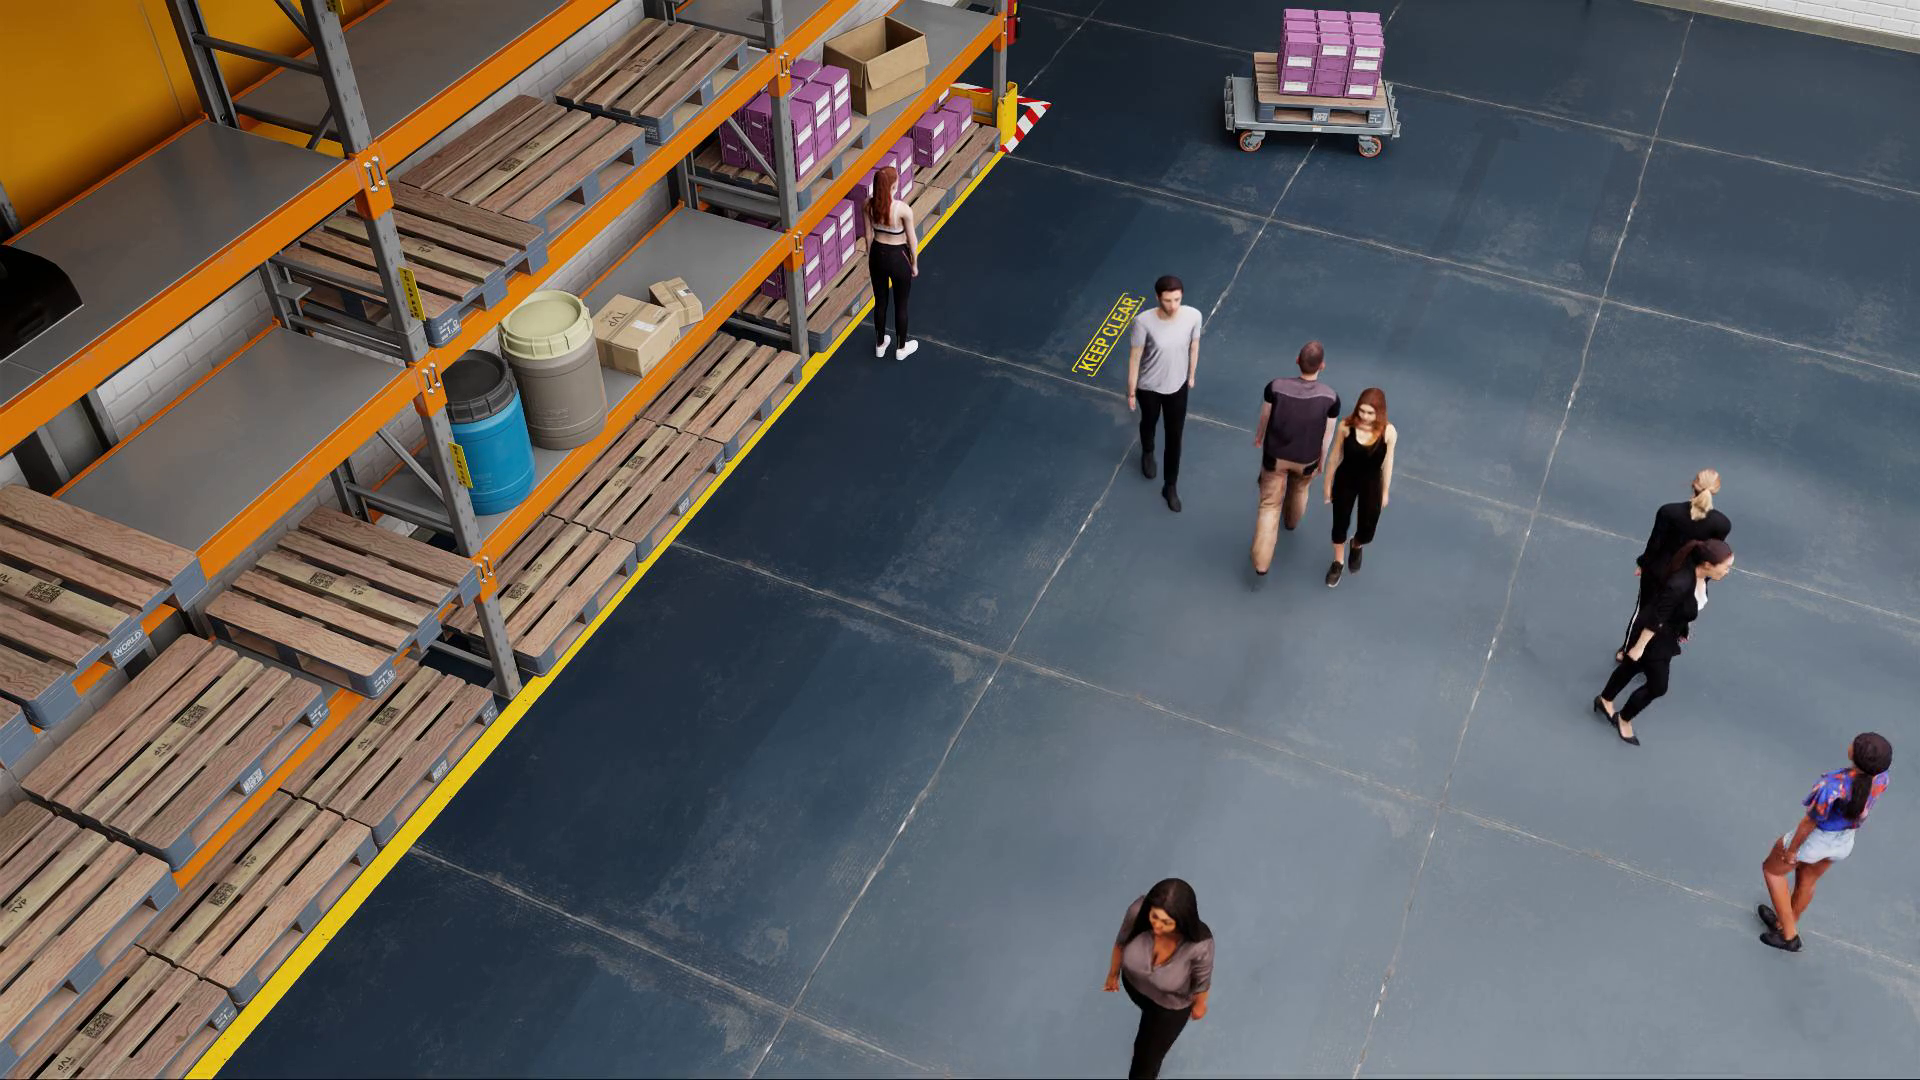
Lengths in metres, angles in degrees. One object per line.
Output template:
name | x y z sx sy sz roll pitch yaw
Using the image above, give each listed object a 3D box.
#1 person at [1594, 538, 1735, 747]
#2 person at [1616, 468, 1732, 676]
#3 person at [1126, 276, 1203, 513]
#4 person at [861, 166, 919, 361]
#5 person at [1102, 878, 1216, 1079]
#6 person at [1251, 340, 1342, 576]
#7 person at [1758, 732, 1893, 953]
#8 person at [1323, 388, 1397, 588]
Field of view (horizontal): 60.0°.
person | 4.292 0.563 10.434 0.674 1.630 0.794 -35 53 -31
person | 4.588 0.225 10.734 0.639 1.705 0.550 13 45 13
person | 1.457 -1.193 12.126 0.981 1.838 1.124 -3 44 -3
person | -0.561 -2.204 13.257 0.601 1.742 0.533 14 45 14
person | 1.062 2.253 8.546 0.843 1.787 1.198 29 51 27
person | 2.262 -0.538 11.463 0.824 1.804 1.227 10 45 11
person | 4.774 1.726 9.140 0.764 1.731 0.824 -8 44 -8
person | 2.747 -0.417 11.400 0.615 1.715 0.663 14 45 14
